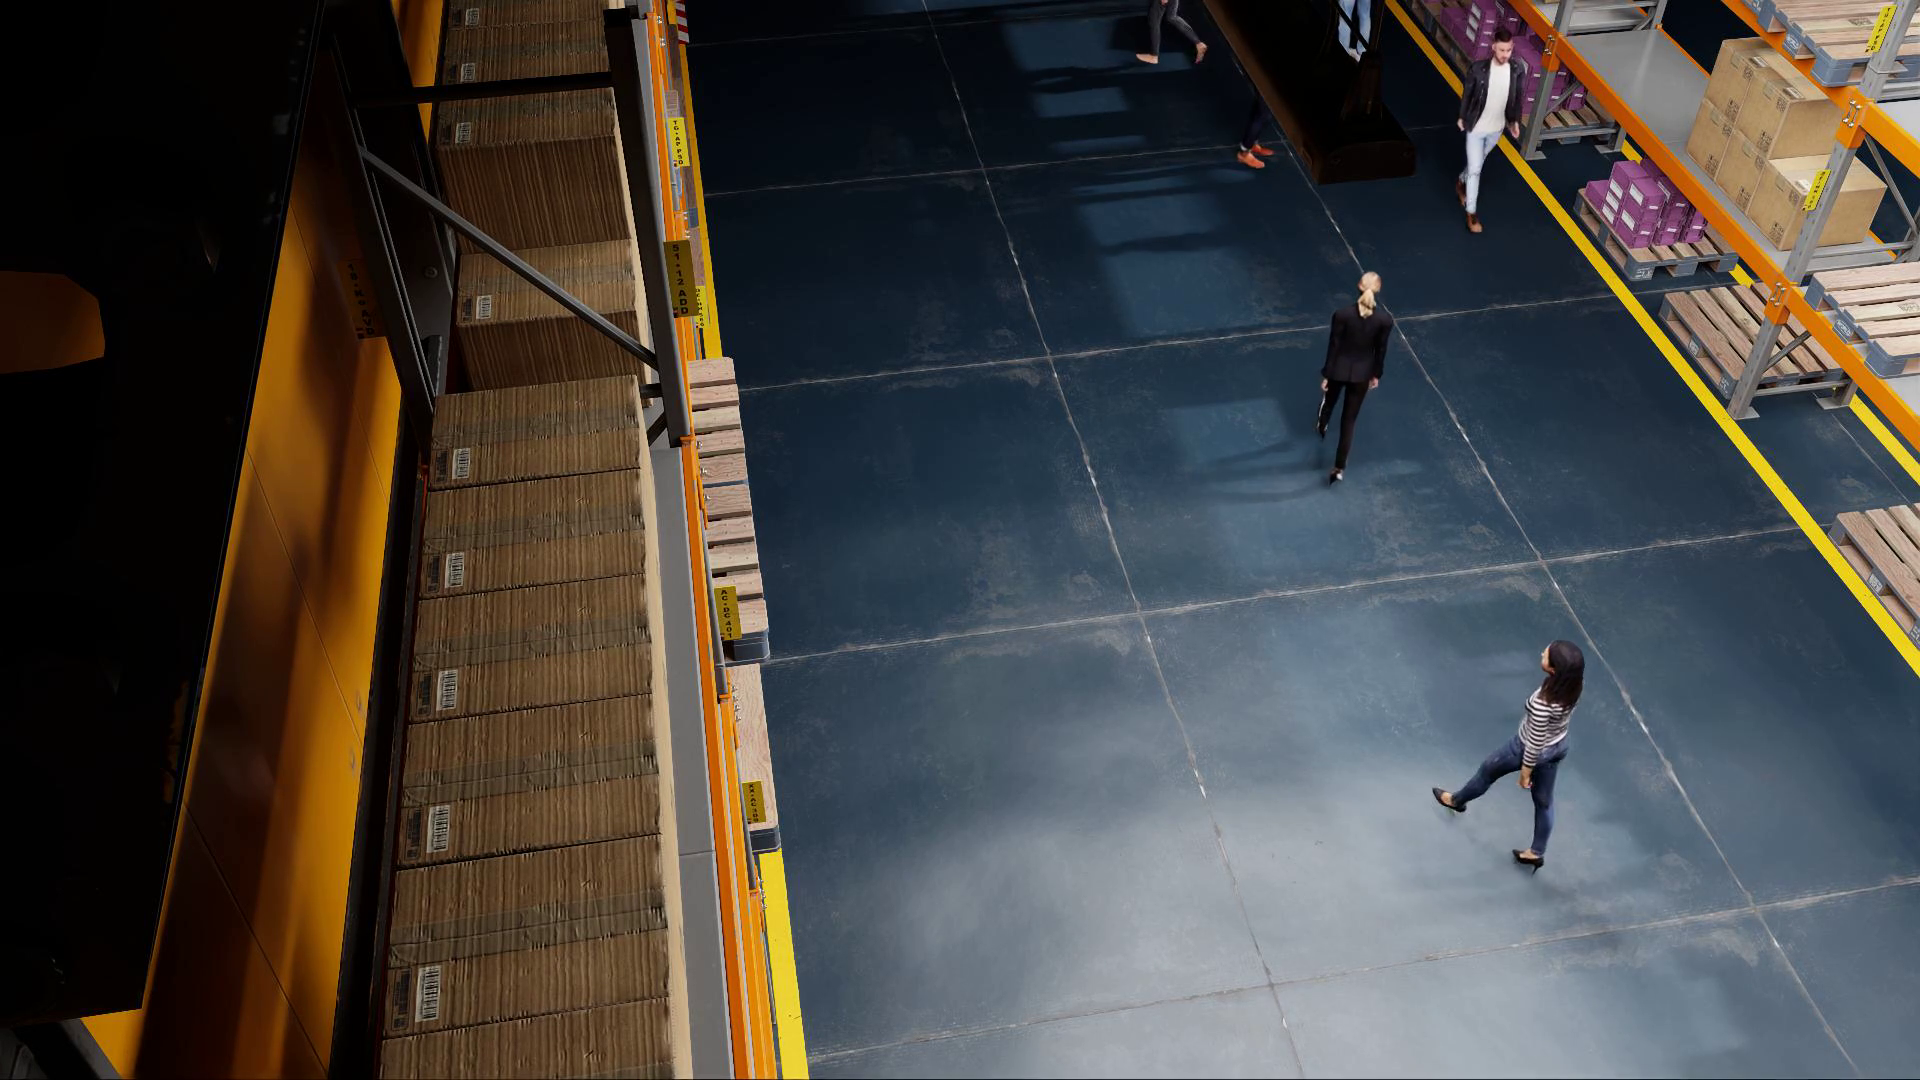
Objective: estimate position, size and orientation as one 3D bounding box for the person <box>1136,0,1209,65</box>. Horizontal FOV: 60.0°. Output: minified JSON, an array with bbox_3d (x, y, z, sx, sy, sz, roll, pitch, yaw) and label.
[{"bbox_3d":[2.195,-5.581,16.807,1.038,1.748,1.029,21,47,21],"label":"person"}]

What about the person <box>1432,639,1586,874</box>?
[{"bbox_3d":[3.393,1.292,9.587,0.897,1.756,1.112,-27,50,-25],"label":"person"}]

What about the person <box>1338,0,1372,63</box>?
[{"bbox_3d":[4.046,-5.705,16.866,0.723,1.846,0.705,-24,49,-23],"label":"person"}]

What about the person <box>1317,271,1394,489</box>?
[{"bbox_3d":[2.839,-1.130,12.206,0.845,1.650,1.085,7,44,7],"label":"person"}]

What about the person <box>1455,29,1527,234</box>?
[{"bbox_3d":[4.665,-3.726,14.823,0.724,1.799,1.121,-4,44,-4],"label":"person"}]
